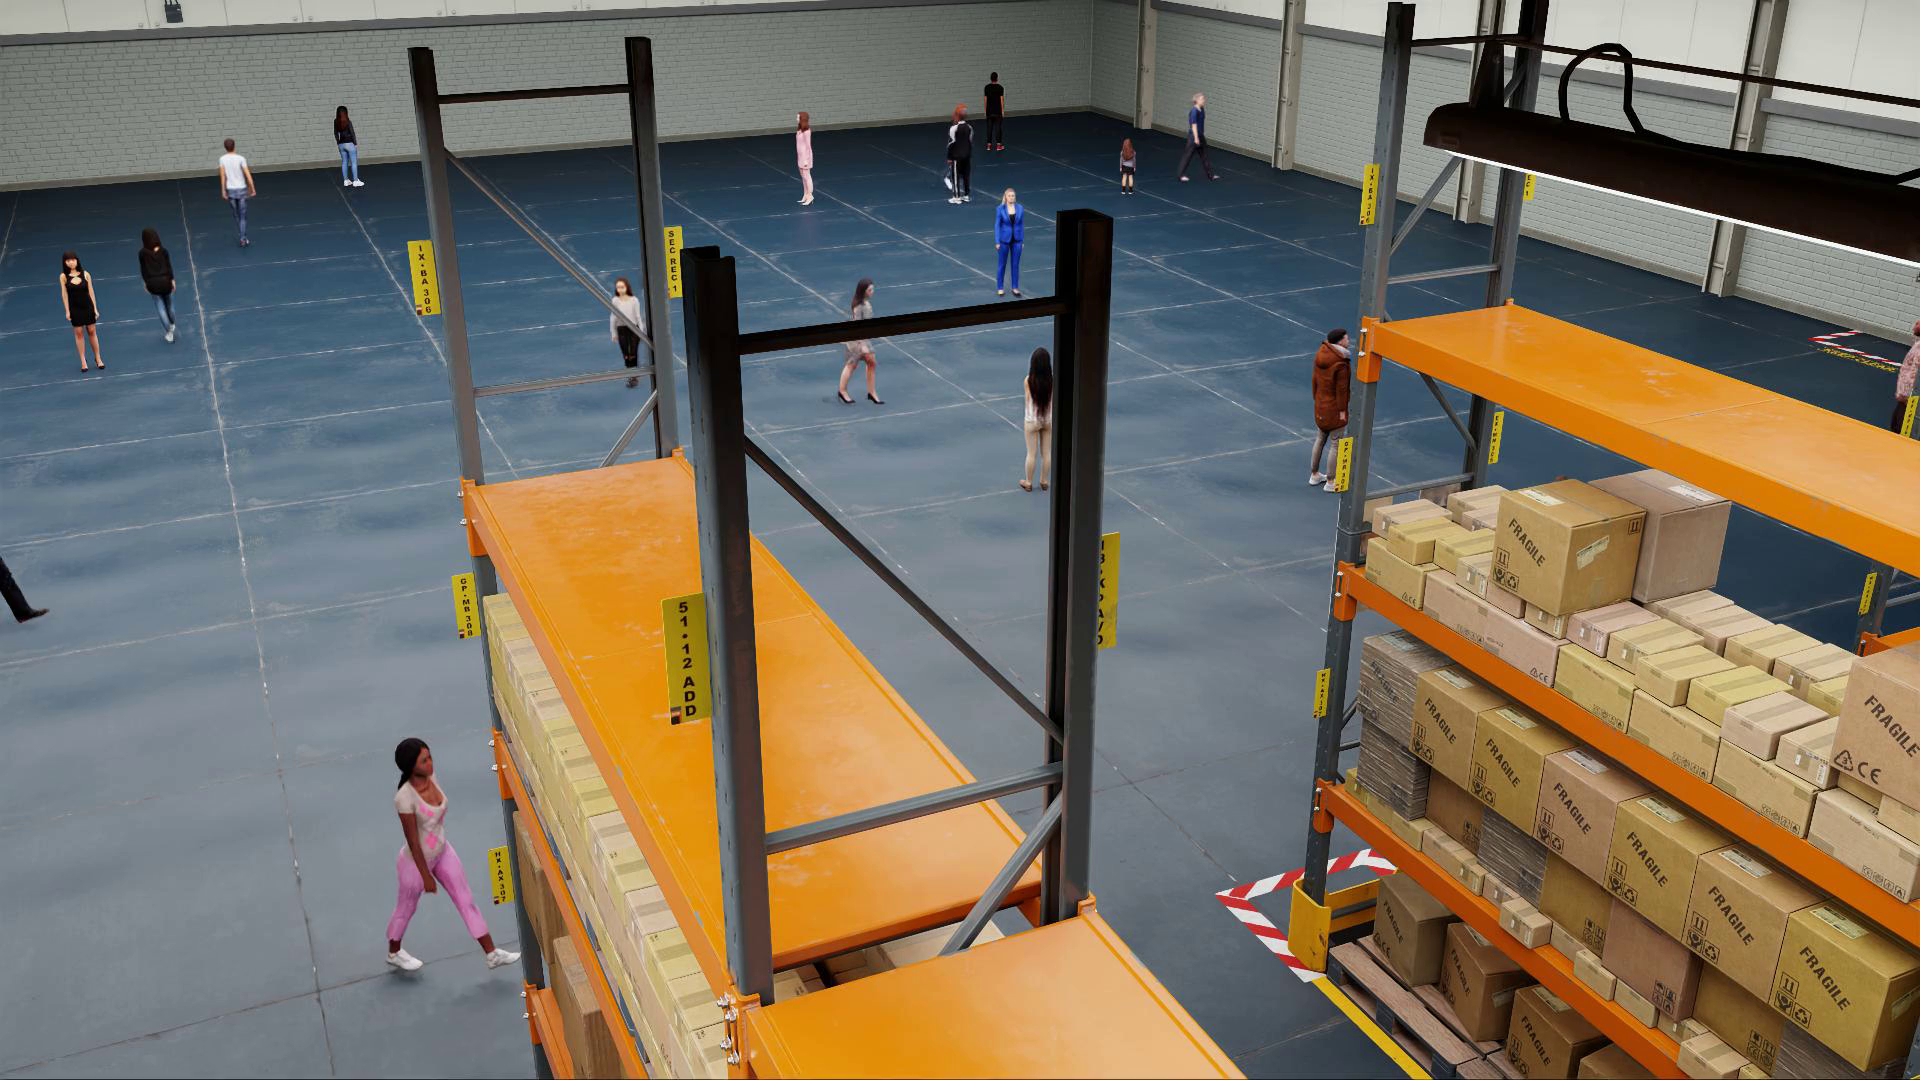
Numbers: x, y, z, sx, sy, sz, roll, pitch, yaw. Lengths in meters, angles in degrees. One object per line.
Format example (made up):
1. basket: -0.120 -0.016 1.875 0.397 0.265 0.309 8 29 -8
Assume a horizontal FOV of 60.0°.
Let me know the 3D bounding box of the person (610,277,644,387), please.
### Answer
1. person: -4.390 -2.767 22.029 0.641 1.474 0.647 0 23 0

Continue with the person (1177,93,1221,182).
1. person: 4.849 -8.390 34.816 1.276 1.817 1.074 15 27 31

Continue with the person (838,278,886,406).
1. person: -1.357 -2.502 21.135 0.966 1.687 0.932 3 23 7

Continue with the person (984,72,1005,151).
1. person: 0.789 -9.938 38.529 0.713 1.758 0.768 7 24 17

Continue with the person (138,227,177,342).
1. person: -11.525 -3.657 23.944 0.614 1.615 0.967 -13 26 -28

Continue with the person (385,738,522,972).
1. person: -3.449 2.030 10.478 1.120 1.686 1.138 5 24 12

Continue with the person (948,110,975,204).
1. person: 0.026 -7.609 32.979 0.696 1.816 0.571 -14 27 -30

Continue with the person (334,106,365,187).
1. person: -12.761 -8.210 34.626 0.722 1.634 0.782 8 24 18

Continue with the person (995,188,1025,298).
1. person: 0.788 -4.720 26.334 0.665 1.700 0.604 -6 24 -13

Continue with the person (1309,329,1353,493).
1. person: 4.128 -1.458 18.487 0.748 1.837 0.610 -10 25 -23

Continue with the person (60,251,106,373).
1. person: -11.975 -3.130 22.658 0.578 1.650 0.516 -14 27 -30

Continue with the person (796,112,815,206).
1. person: -3.057 -7.550 32.859 0.676 1.802 0.465 -9 25 -20

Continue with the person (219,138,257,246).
1. person: -12.854 -6.149 29.529 0.893 1.829 1.206 -4 23 -8

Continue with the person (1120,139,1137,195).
1. person: 3.425 -7.634 33.944 0.536 1.108 0.570 3 23 7

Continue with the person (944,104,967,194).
1. person: -0.101 -7.972 33.888 0.848 1.772 0.778 18 29 37

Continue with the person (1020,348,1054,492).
1. person: 0.891 -1.320 18.398 0.641 1.653 0.571 -10 25 -23

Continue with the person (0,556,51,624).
1. person: -9.080 0.015 15.093 1.012 1.784 1.082 -2 23 -4

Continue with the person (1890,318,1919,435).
1. person: 10.994 -1.657 19.025 1.139 1.784 0.962 18 29 36
